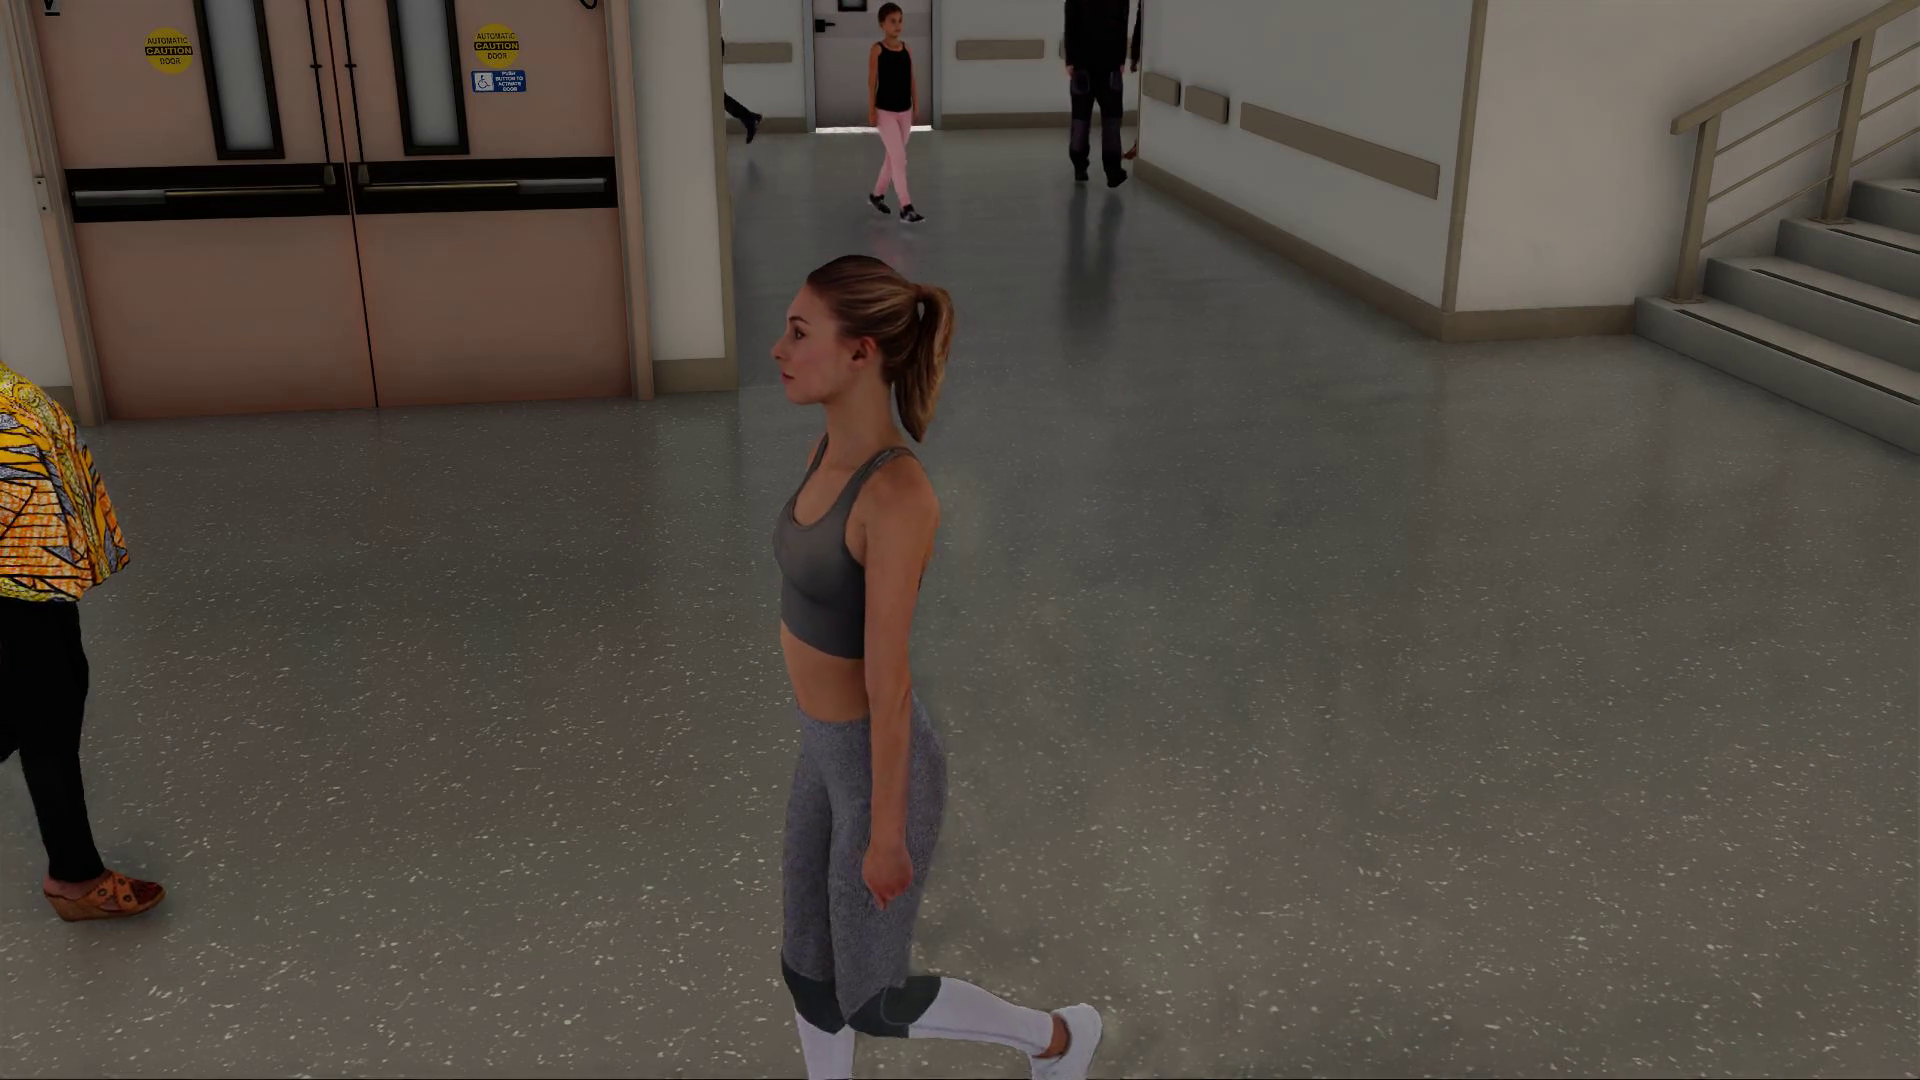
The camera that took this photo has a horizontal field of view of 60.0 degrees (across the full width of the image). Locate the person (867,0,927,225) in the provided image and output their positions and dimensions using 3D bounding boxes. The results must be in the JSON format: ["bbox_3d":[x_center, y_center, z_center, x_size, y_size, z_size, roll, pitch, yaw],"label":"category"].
[{"bbox_3d":[-0.519,-3.091,12.134,1.025,1.527,0.901,-15,25,-34],"label":"person"}]

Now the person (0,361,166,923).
[{"bbox_3d":[-2.127,0.111,3.517,0.914,1.642,0.773,-6,22,-17],"label":"person"}]

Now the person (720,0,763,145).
[{"bbox_3d":[-2.273,-4.551,15.500,1.042,1.874,0.710,-5,21,-12],"label":"person"}]

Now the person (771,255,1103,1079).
[{"bbox_3d":[-0.080,0.391,2.718,0.952,1.685,0.681,-8,22,-19],"label":"person"}]

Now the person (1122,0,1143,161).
[{"bbox_3d":[1.881,-4.358,15.136,1.337,1.769,1.103,-15,25,-34],"label":"person"}]

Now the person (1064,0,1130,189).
[{"bbox_3d":[1.102,-3.875,13.719,1.028,1.871,0.804,-2,21,-5],"label":"person"}]
